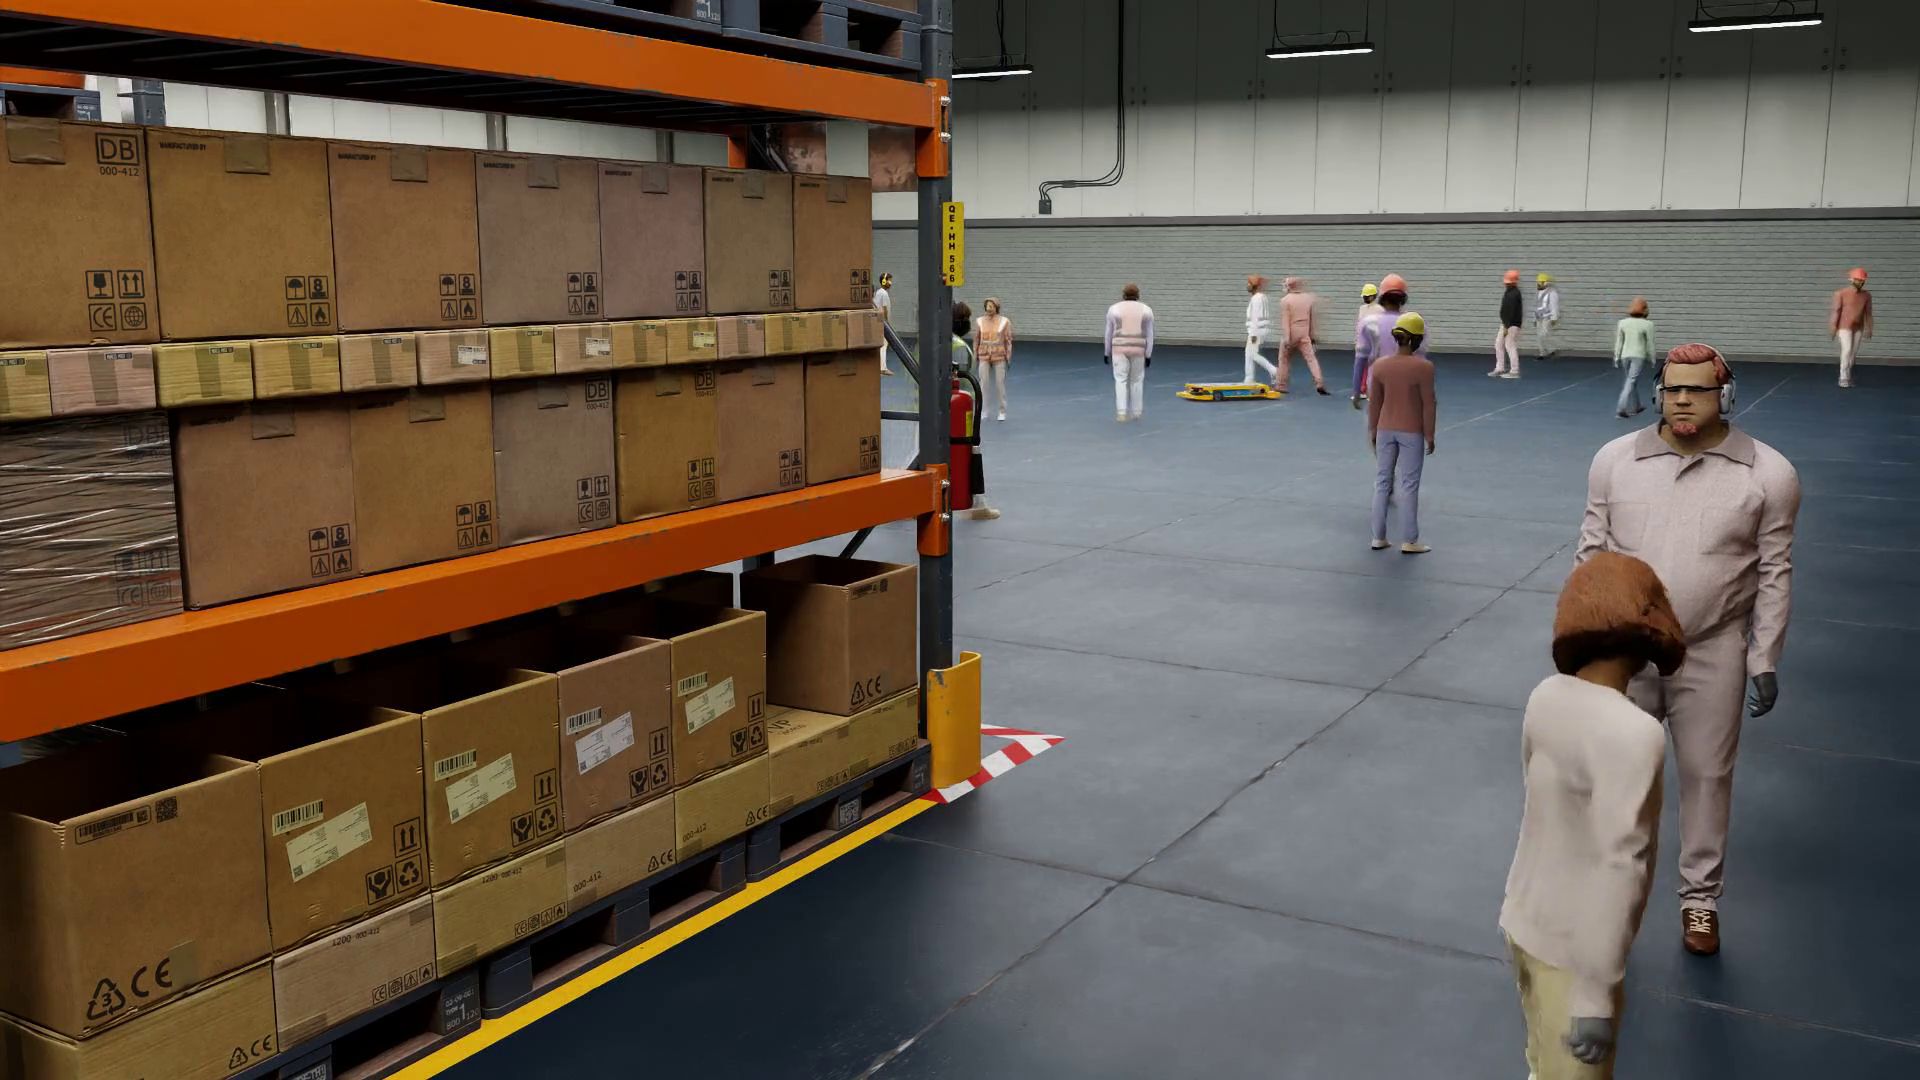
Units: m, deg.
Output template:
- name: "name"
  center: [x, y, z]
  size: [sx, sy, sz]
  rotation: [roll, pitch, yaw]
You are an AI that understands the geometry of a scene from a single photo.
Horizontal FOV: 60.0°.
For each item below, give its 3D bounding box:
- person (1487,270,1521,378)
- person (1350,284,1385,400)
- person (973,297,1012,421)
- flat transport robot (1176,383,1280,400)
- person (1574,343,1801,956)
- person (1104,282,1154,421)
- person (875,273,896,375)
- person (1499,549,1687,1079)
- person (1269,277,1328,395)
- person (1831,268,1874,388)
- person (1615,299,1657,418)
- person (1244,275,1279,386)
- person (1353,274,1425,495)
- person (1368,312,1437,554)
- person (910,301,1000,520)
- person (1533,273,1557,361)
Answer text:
- name: "person"
  center: [9.731, -3.826, 29.549]
  size: [0.625, 1.931, 0.693]
  rotation: [0, 10, 0]
- name: "person"
  center: [6.157, -2.970, 25.058]
  size: [0.326, 1.760, 0.524]
  rotation: [-6, 11, -32]
- name: "person"
  center: [0.425, -2.391, 22.015]
  size: [0.522, 1.638, 0.310]
  rotation: [2, 10, 14]
- name: "flat transport robot"
  center: [4.086, -2.273, 25.321]
  size: [1.431, 0.197, 0.652]
  rotation: [-3, 10, -17]
- name: "person"
  center: [2.243, 0.341, 5.236]
  size: [0.638, 1.910, 0.407]
  rotation: [6, 11, 31]
- name: "person"
  center: [2.234, -2.487, 22.015]
  size: [0.637, 1.844, 0.429]
  rotation: [-1, 10, -3]
- name: "person"
  center: [-1.392, -3.955, 30.518]
  size: [0.336, 1.865, 0.521]
  rotation: [-3, 10, -18]
- name: "person"
  center: [1.214, 0.833, 3.221]
  size: [0.363, 1.605, 0.657]
  rotation: [1, 10, 3]
- name: "person"
  center: [5.352, -3.201, 26.180]
  size: [0.696, 1.851, 0.935]
  rotation: [-5, 11, -28]
- name: "person"
  center: [14.760, -3.484, 27.431]
  size: [0.646, 1.969, 0.634]
  rotation: [-1, 10, -4]
- name: "person"
  center: [9.154, -2.443, 22.449]
  size: [0.857, 1.581, 0.520]
  rotation: [-7, 12, -36]
- name: "person"
  center: [4.906, -3.397, 27.249]
  size: [0.649, 1.864, 0.586]
  rotation: [1, 10, 4]
- name: "person"
  center: [3.862, -1.370, 14.924]
  size: [0.618, 2.025, 0.811]
  rotation: [0, 10, 1]
- name: "person"
  center: [3.265, -0.787, 12.252]
  size: [0.326, 1.767, 0.533]
  rotation: [-9, 14, -44]
- name: "person"
  center: [-0.107, -1.047, 13.627]
  size: [0.841, 1.820, 0.621]
  rotation: [-4, 11, -25]
- name: "person"
  center: [12.043, -4.586, 34.316]
  size: [0.425, 1.825, 0.638]
  rotation: [-3, 10, -17]
